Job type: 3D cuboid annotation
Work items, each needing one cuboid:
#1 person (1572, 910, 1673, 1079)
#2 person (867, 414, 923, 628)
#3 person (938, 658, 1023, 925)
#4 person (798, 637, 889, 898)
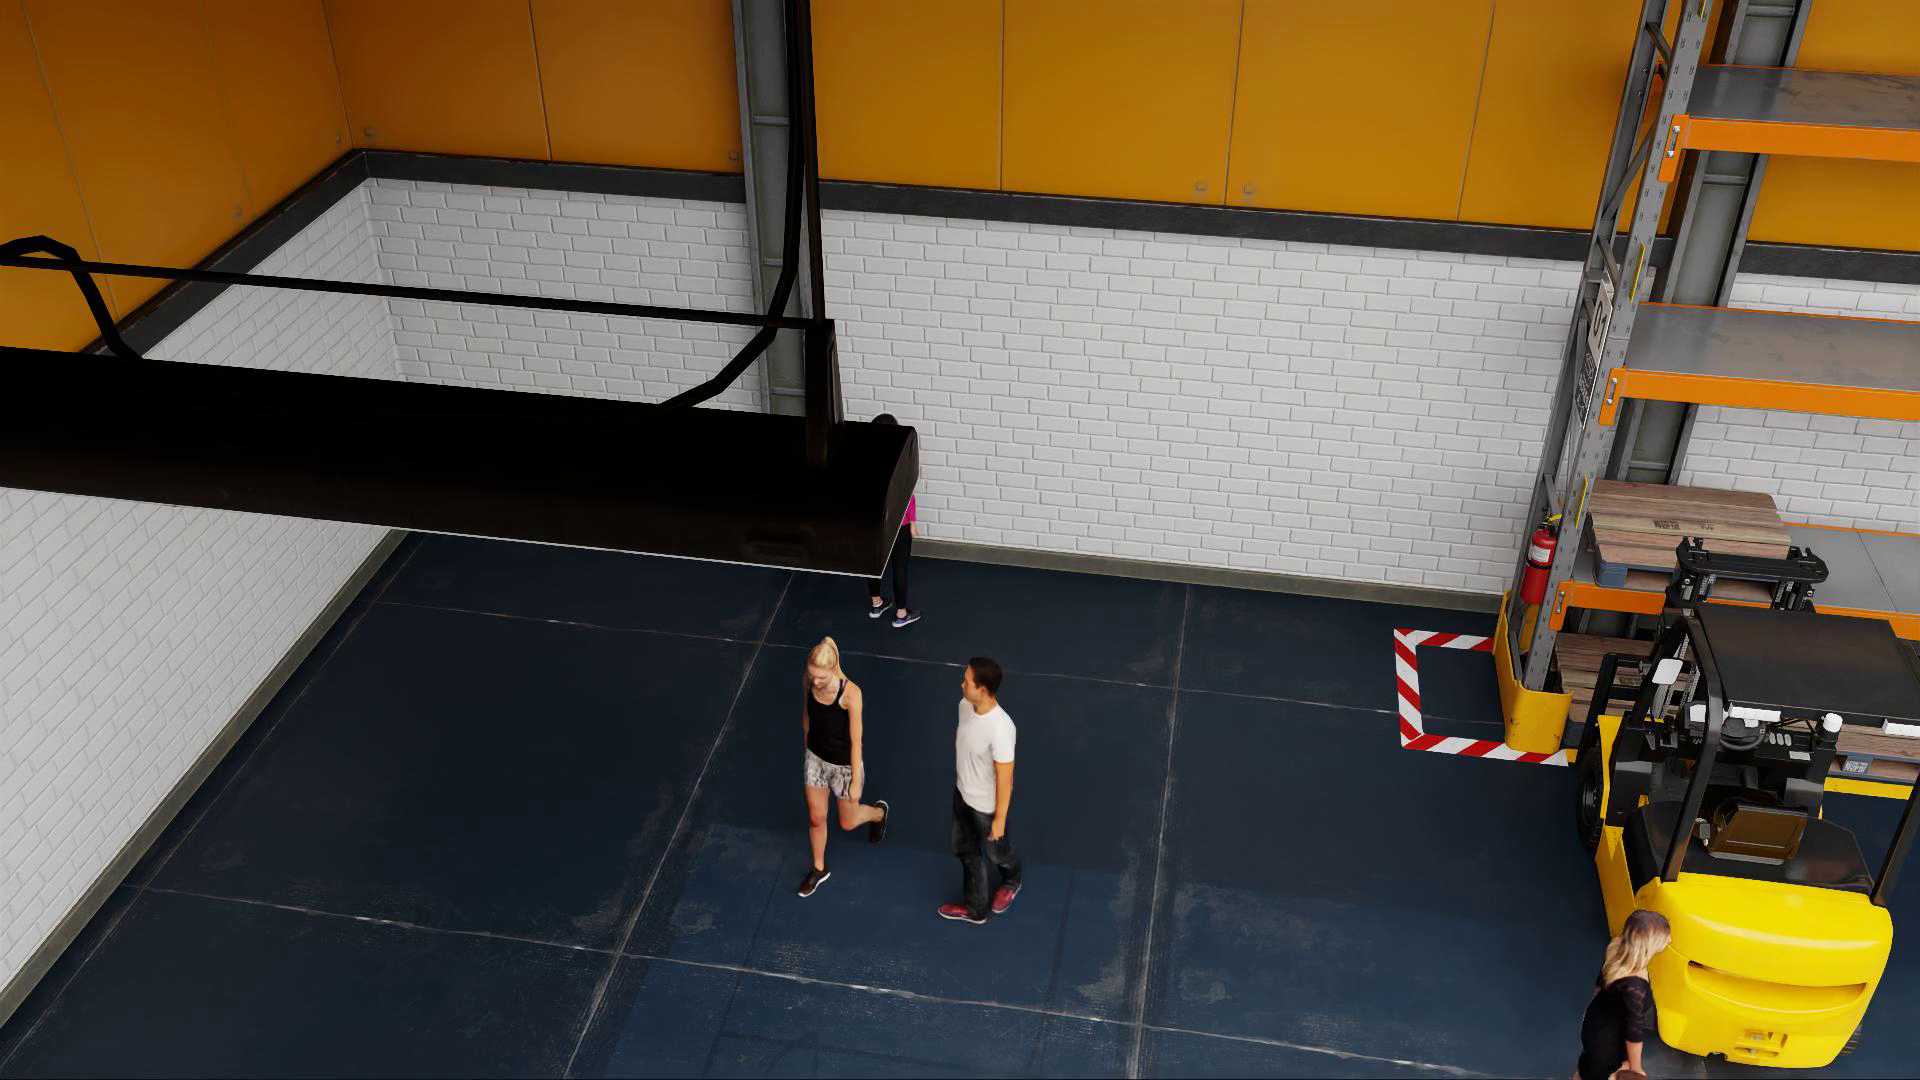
[{"bbox_3d":[3.047,2.404,8.058,0.643,1.660,0.581,9,35,14],"label":"person"},{"bbox_3d":[-0.510,-0.150,11.873,0.649,1.699,0.739,23,40,30],"label":"person"},{"bbox_3d":[0.199,1.429,9.429,1.003,1.775,0.943,-27,42,-35],"label":"person"},{"bbox_3d":[-0.674,1.246,9.642,0.988,1.834,0.893,22,40,30],"label":"person"}]
